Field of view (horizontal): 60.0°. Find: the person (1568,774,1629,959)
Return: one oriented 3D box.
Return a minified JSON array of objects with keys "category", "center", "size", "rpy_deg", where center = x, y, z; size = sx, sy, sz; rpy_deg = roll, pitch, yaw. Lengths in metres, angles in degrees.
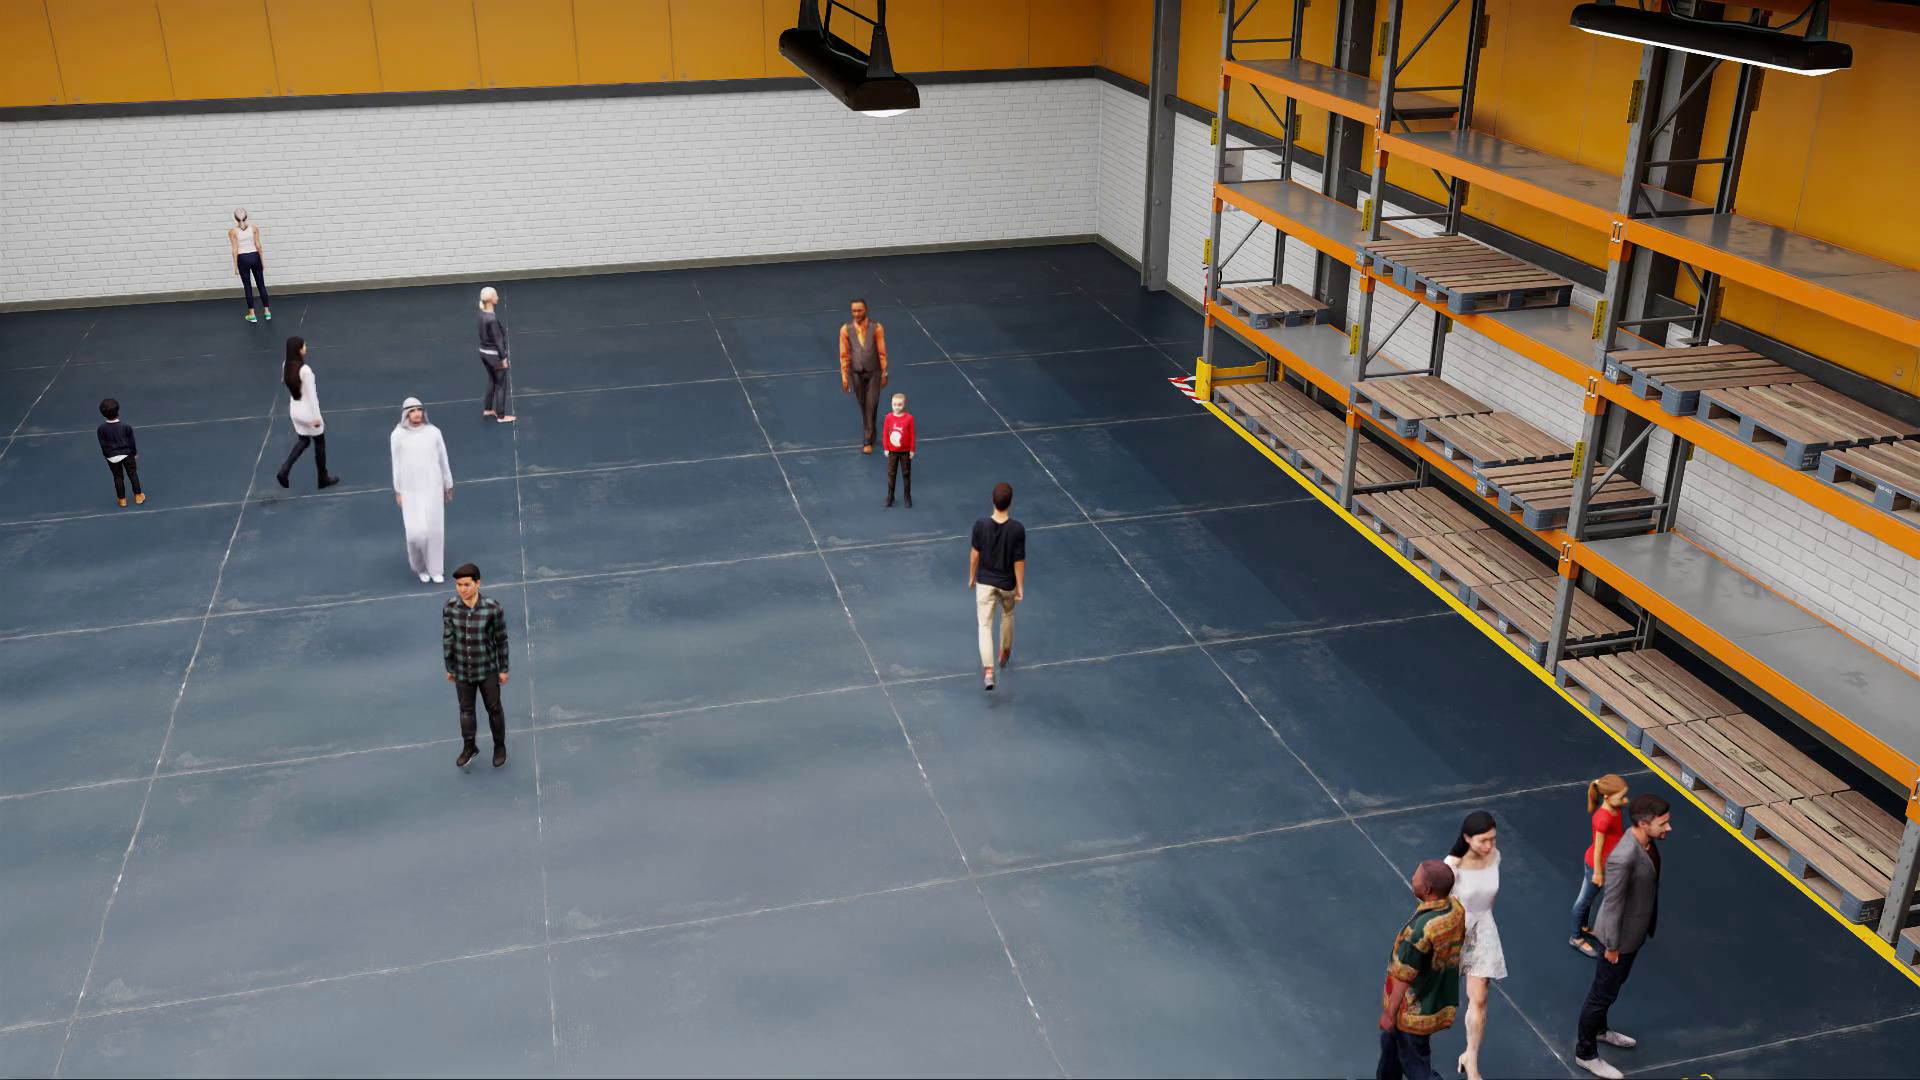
[{"category":"person","center":[4.248,2.133,11.080],"size":[0.626,1.309,0.576],"rpy_deg":[17,29,34]}]

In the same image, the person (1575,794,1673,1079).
[{"category":"person","center":[3.964,2.323,9.942],"size":[0.820,1.872,0.778],"rpy_deg":[15,28,31]}]

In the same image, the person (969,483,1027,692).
[{"category":"person","center":[0.307,0.429,14.339],"size":[0.833,1.820,1.217],"rpy_deg":[-1,24,-1]}]

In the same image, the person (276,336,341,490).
[{"category":"person","center":[-7.361,-1.368,18.486],"size":[0.978,1.790,1.025],"rpy_deg":[14,27,30]}]

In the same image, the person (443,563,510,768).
[{"category":"person","center":[-3.809,0.967,13.054],"size":[0.728,1.715,0.628],"rpy_deg":[1,24,1]}]

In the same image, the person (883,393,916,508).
[{"category":"person","center":[-0.663,-0.999,18.280],"size":[0.553,1.281,0.562],"rpy_deg":[1,24,3]}]

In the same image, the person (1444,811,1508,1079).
[{"category":"person","center":[2.951,2.362,10.025],"size":[0.632,1.733,1.189],"rpy_deg":[-7,25,-16]}]

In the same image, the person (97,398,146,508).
[{"category":"person","center":[-9.239,-0.972,18.284],"size":[0.534,1.227,0.538],"rpy_deg":[-10,26,-22]}]

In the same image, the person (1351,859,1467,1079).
[{"category":"person","center":[2.650,2.632,9.347],"size":[1.201,1.781,1.076],"rpy_deg":[17,29,34]}]

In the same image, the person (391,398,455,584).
[{"category":"person","center":[-5.305,-0.509,16.367],"size":[0.781,1.914,0.829],"rpy_deg":[-11,26,-24]}]

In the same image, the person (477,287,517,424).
[{"category":"person","center":[-5.858,-2.317,20.741],"size":[0.777,1.724,0.654],"rpy_deg":[-20,31,-38]}]

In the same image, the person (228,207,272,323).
[{"category":"person","center":[-10.648,-4.137,24.932],"size":[0.668,1.702,0.661],"rpy_deg":[-18,29,-35]}]

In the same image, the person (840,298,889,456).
[{"category":"person","center":[-1.105,-1.994,19.828],"size":[0.973,1.863,1.202],"rpy_deg":[3,24,8]}]
